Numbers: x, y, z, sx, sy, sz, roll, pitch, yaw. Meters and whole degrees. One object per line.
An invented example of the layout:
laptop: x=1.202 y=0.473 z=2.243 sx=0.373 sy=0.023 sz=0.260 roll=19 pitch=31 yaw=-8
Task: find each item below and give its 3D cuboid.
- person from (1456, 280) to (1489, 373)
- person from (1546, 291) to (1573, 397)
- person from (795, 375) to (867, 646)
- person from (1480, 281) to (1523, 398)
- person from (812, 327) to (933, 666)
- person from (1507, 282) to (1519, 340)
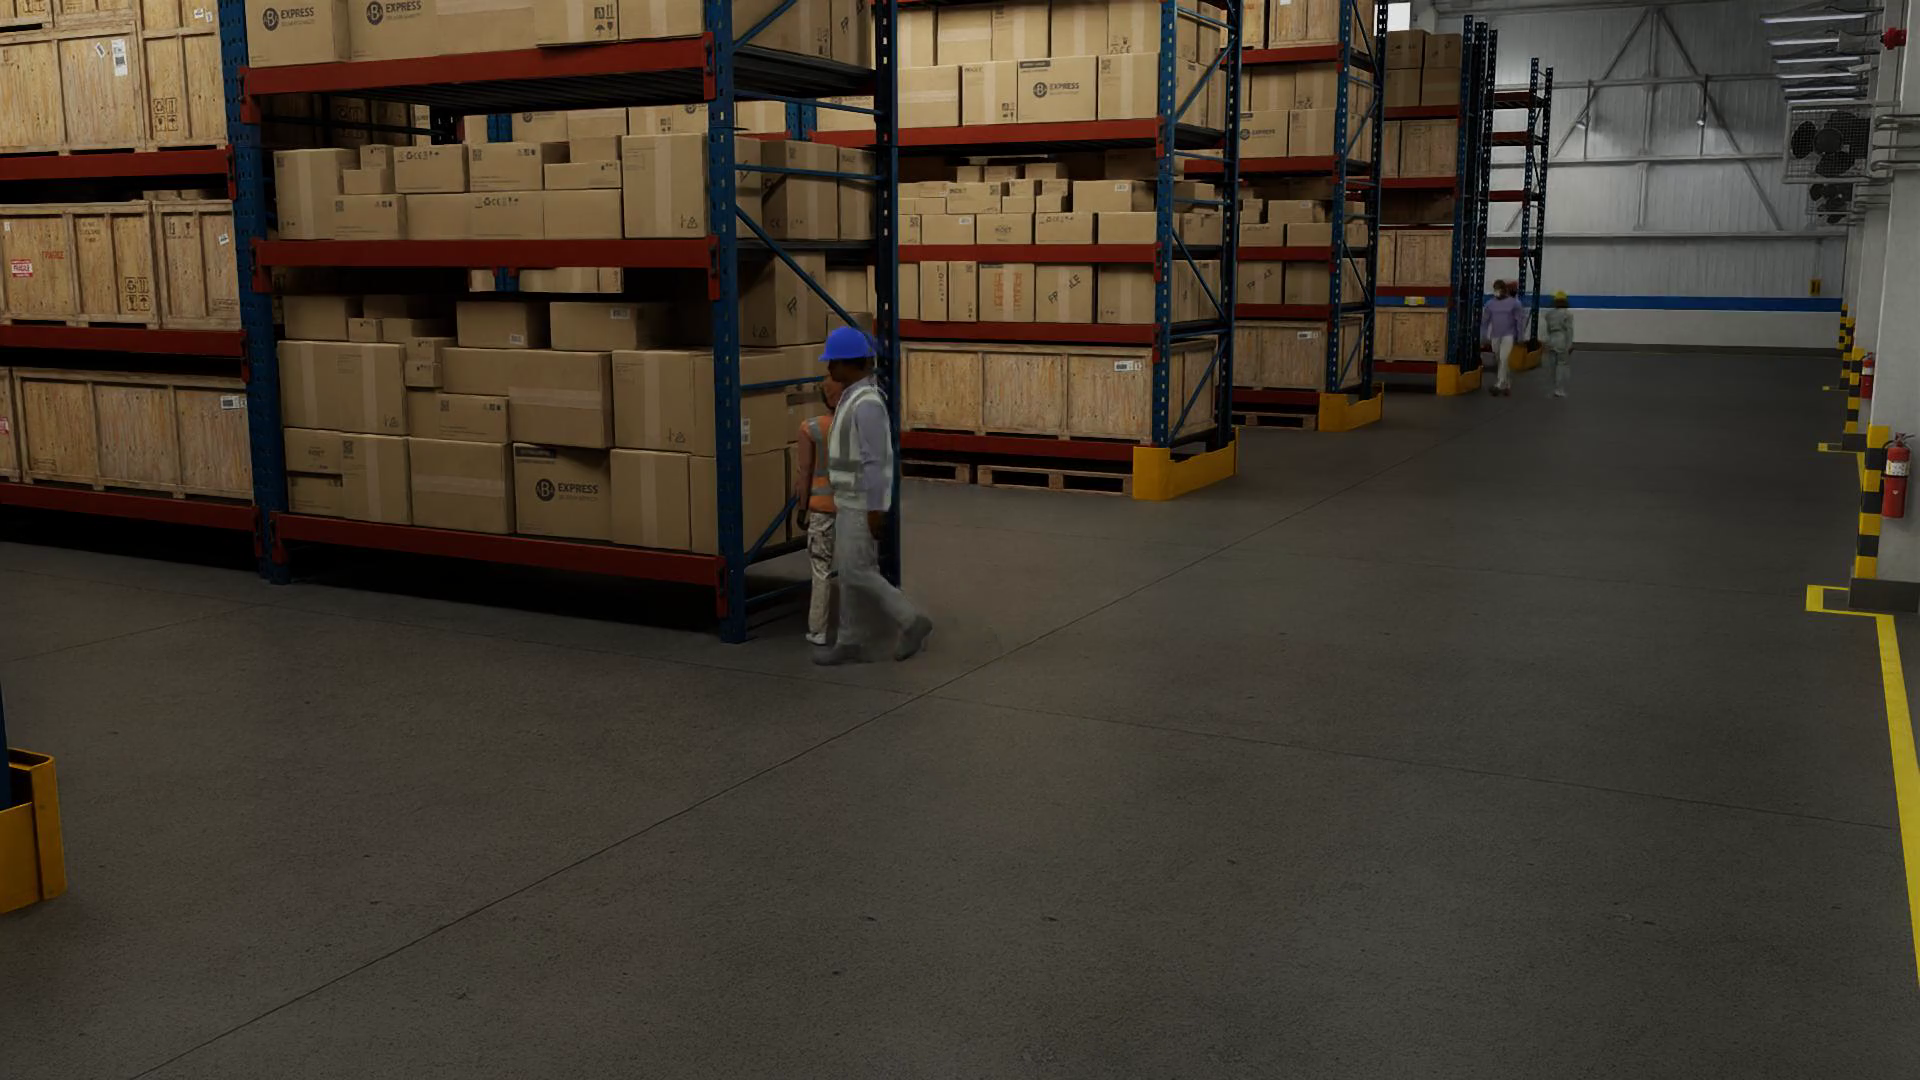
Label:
person: x=9.891 y=-4.199 z=32.533 sx=0.984 sy=1.866 sz=0.656 roll=6 pitch=12 yaw=32
person: x=9.698 y=-3.151 z=26.830 sx=0.417 sy=1.730 sz=0.513 roll=-8 pitch=13 yaw=-39
person: x=-0.716 y=-0.178 z=9.892 sx=0.525 sy=1.630 sz=0.323 roll=-3 pitch=10 yaw=-18
person: x=8.743 y=-3.247 z=26.942 sx=0.646 sy=1.876 sz=1.036 roll=8 pitch=13 yaw=39
person: x=-0.530 y=-0.233 z=9.347 sx=0.561 sy=1.926 sz=0.631 roll=-2 pitch=10 yaw=-13
person: x=12.065 y=-4.782 z=36.317 sx=0.592 sy=1.698 sz=0.909 roll=-4 pitch=11 yaw=-24
